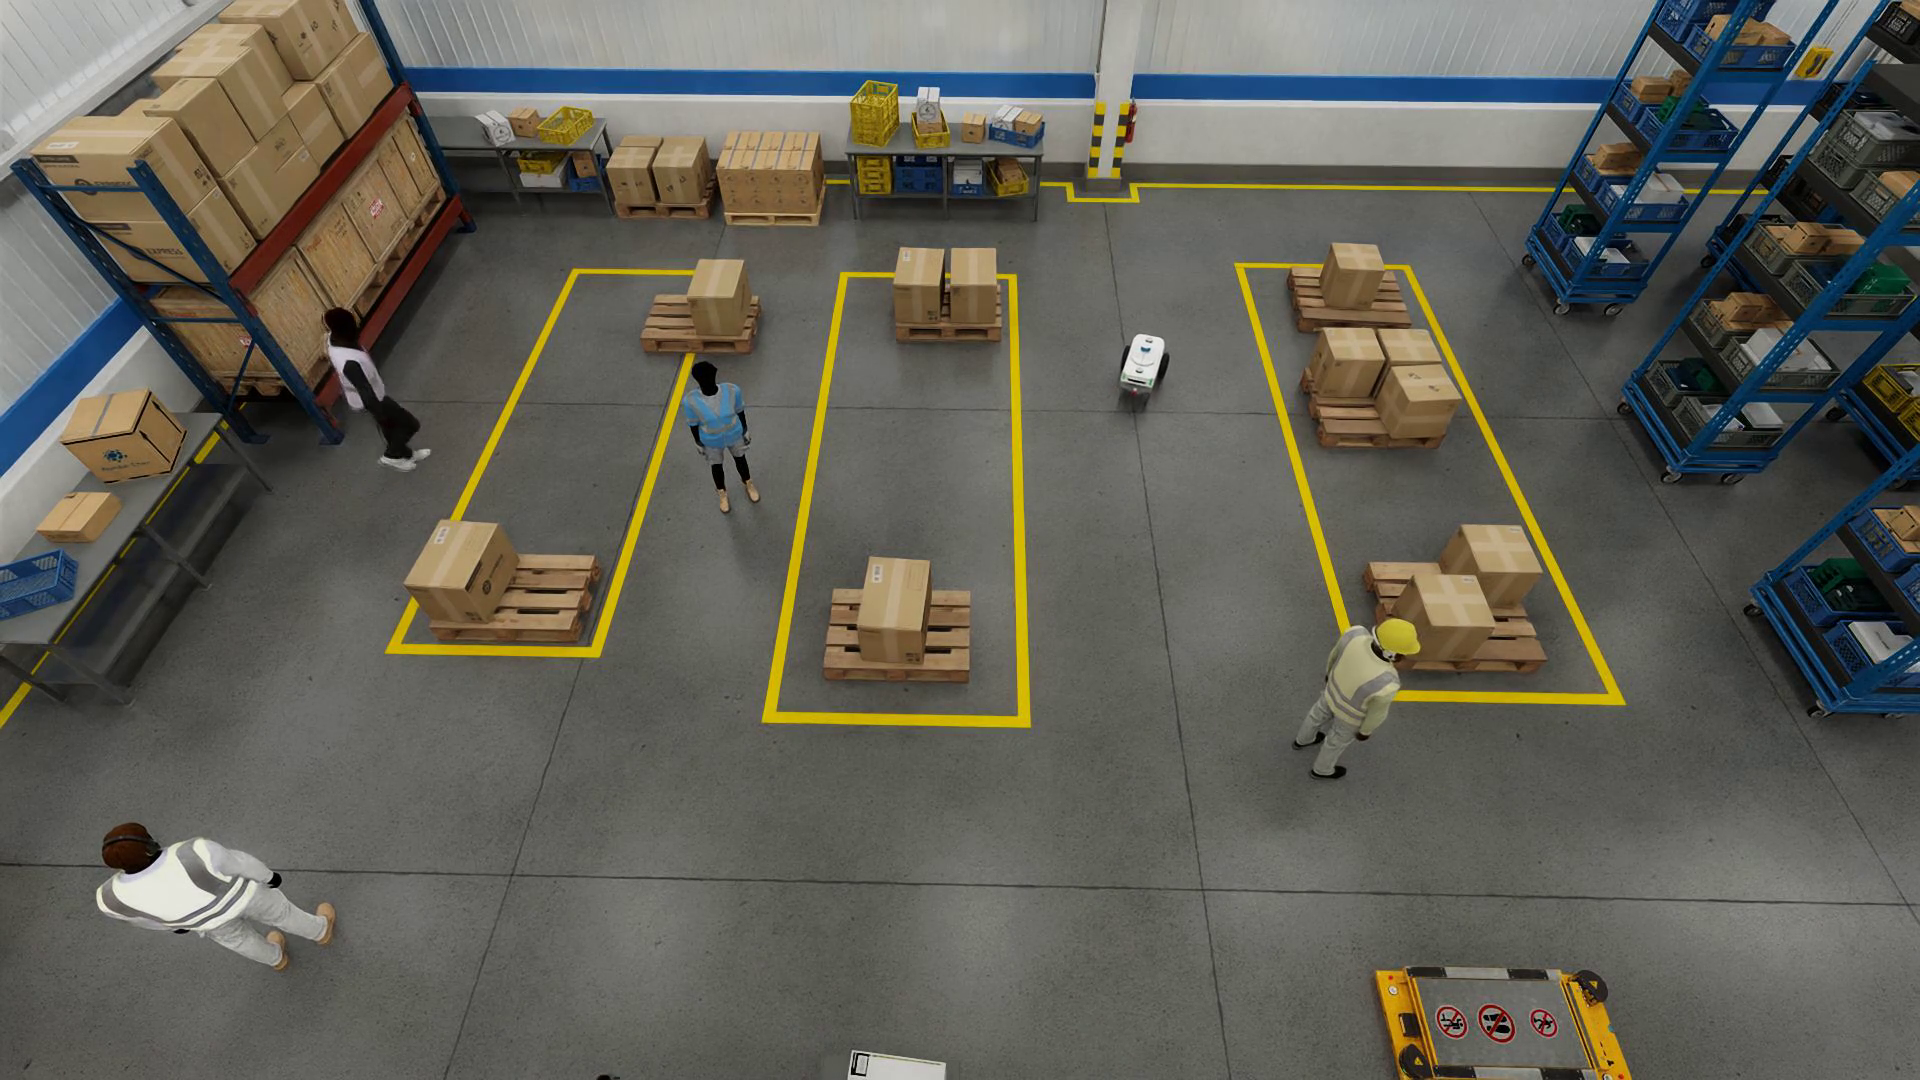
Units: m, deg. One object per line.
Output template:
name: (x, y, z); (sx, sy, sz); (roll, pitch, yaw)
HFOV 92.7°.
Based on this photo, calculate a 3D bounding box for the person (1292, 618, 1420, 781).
person: (2.806, 1.129, 6.550); (0.404, 1.829, 0.592); (-10, 51, -8)

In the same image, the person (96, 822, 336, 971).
person: (-4.584, 2.205, 5.664); (0.633, 1.841, 0.429); (-27, 56, -20)

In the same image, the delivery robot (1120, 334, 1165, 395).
delivery robot: (1.949, -1.884, 9.764); (0.477, 0.478, 0.707); (15, 52, 12)

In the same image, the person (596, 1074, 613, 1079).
person: (-1.621, 3.219, 4.841); (0.515, 1.844, 0.433); (-16, 53, -13)

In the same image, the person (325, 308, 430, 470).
person: (-5.441, -1.348, 8.530); (0.453, 1.885, 0.713); (-27, 56, -21)

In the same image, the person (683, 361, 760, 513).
person: (-2.159, -0.939, 8.319); (0.535, 1.697, 0.318); (-20, 54, -16)

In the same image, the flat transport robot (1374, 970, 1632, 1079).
flat transport robot: (3.501, 3.133, 5.914); (1.431, 0.197, 0.652); (1, 51, 1)
